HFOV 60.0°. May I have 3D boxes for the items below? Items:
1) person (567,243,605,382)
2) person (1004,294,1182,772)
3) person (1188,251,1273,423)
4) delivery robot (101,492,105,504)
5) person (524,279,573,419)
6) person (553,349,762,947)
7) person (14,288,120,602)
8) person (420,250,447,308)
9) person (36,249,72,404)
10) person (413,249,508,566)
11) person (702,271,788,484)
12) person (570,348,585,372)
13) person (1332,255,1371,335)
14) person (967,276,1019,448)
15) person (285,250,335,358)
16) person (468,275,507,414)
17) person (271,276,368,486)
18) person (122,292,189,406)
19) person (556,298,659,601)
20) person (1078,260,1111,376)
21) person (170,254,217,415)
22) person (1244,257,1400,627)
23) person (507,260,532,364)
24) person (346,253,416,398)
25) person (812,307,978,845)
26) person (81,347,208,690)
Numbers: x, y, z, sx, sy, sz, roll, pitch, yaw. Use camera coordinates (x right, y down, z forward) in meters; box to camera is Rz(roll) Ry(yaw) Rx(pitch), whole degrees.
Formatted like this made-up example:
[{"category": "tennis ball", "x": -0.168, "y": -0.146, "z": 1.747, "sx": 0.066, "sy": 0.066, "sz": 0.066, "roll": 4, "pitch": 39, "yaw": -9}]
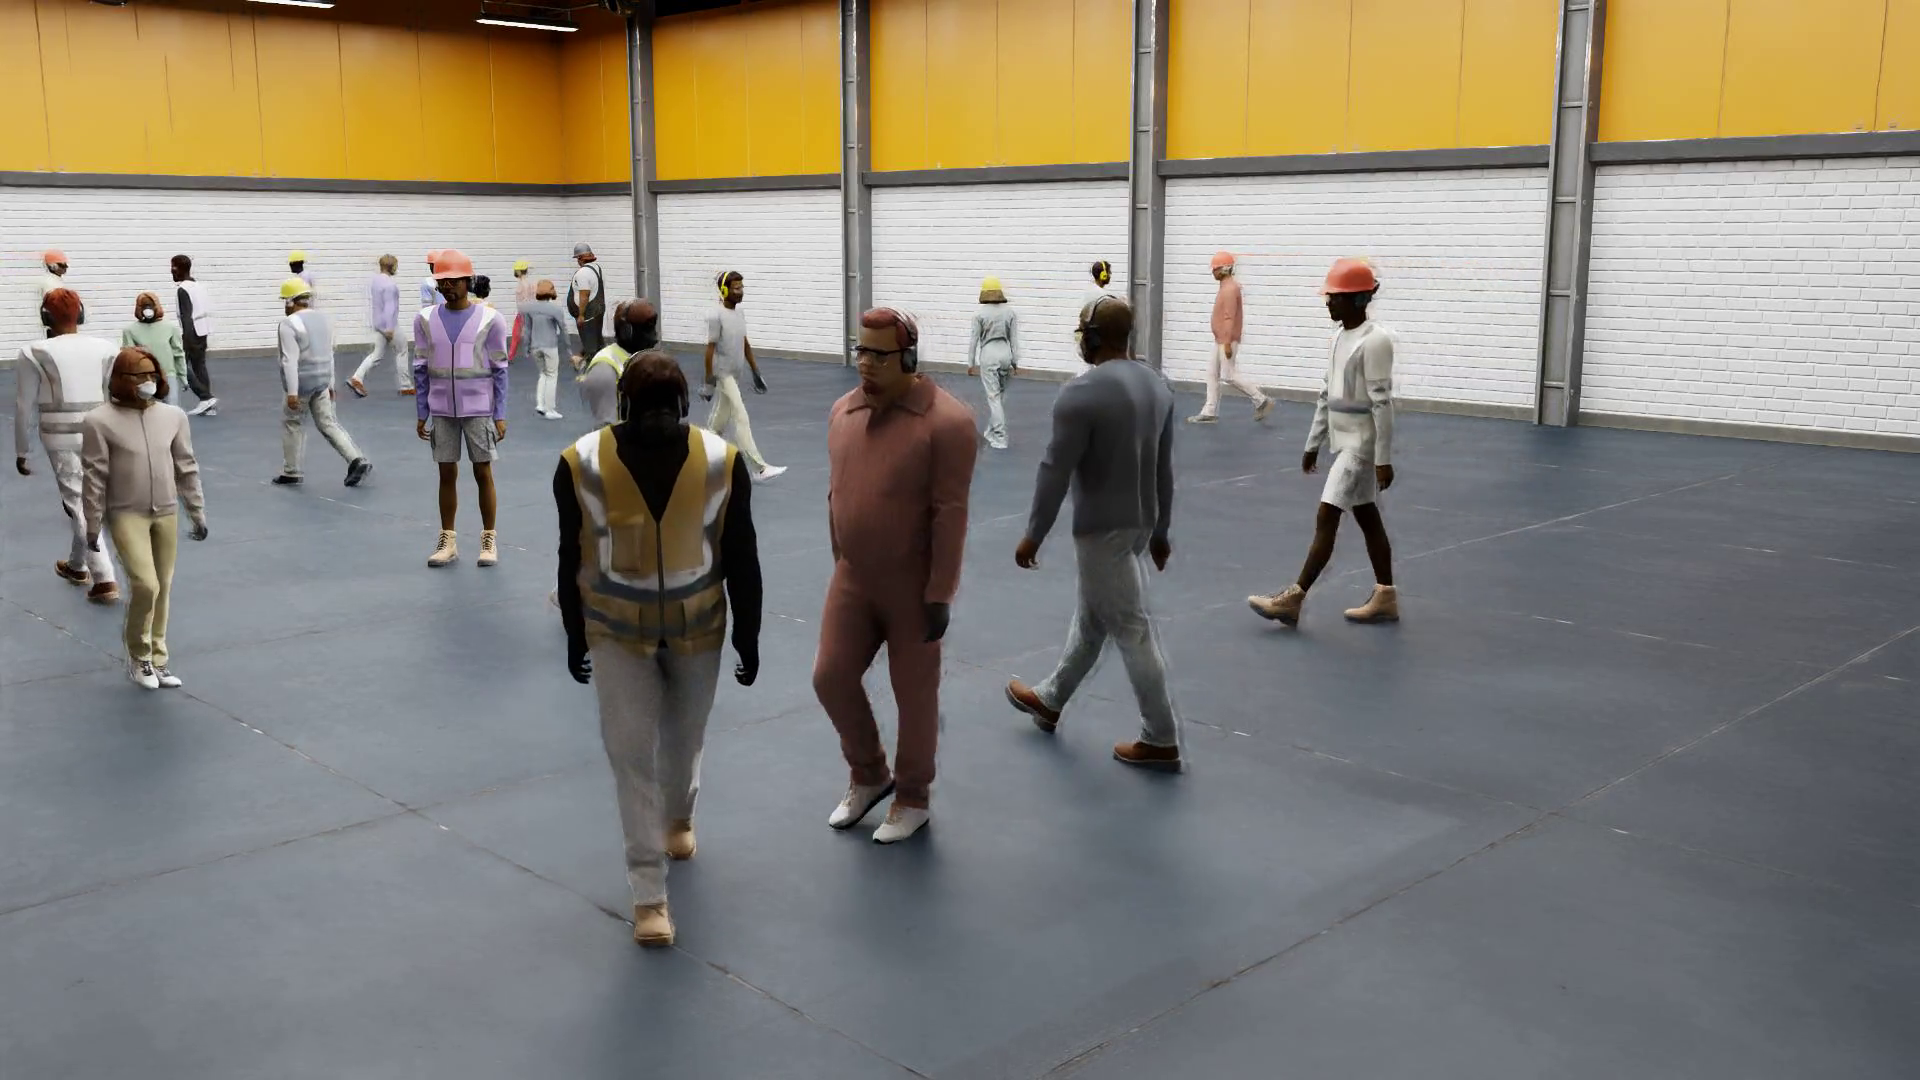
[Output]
[{"category": "person", "x": -5.486, "y": -3.341, "z": 24.362, "sx": 0.537, "sy": 2.000, "sz": 0.675, "roll": 2, "pitch": 11, "yaw": 11}, {"category": "person", "x": 0.537, "y": -0.045, "z": 6.790, "sx": 1.004, "sy": 1.884, "sz": 0.647, "roll": 9, "pitch": 13, "yaw": 39}, {"category": "person", "x": 3.073, "y": -2.277, "z": 18.785, "sx": 0.863, "sy": 1.963, "sz": 0.627, "roll": 0, "pitch": 10, "yaw": 1}, {"category": "delivery robot", "x": -6.326, "y": -0.472, "z": 12.518, "sx": 0.707, "sy": 0.478, "sz": 0.477, "roll": 5, "pitch": 12, "yaw": 27}, {"category": "person", "x": -4.795, "y": -2.225, "z": 19.372, "sx": 0.514, "sy": 1.625, "sz": 0.376, "roll": 4, "pitch": 11, "yaw": 23}, {"category": "person", "x": -0.964, "y": 0.275, "z": 5.345, "sx": 0.629, "sy": 1.798, "sz": 0.967, "roll": -3, "pitch": 11, "yaw": -17}, {"category": "person", "x": -5.241, "y": -0.568, "z": 9.842, "sx": 1.025, "sy": 1.826, "sz": 0.597, "roll": 8, "pitch": 13, "yaw": 39}, {"category": "person", "x": -6.786, "y": -2.804, "z": 21.715, "sx": 0.358, "sy": 1.938, "sz": 0.545, "roll": 9, "pitch": 14, "yaw": 40}, {"category": "person", "x": -11.439, "y": -2.688, "z": 20.997, "sx": 0.918, "sy": 1.966, "sz": 0.623, "roll": -2, "pitch": 11, "yaw": -11}, {"category": "person", "x": -3.213, "y": -0.840, "z": 10.718, "sx": 0.606, "sy": 2.044, "sz": 0.372, "roll": 0, "pitch": 10, "yaw": -1}, {"category": "person", "x": -1.901, "y": -1.393, "z": 14.343, "sx": 0.969, "sy": 1.823, "sz": 0.516, "roll": 3, "pitch": 11, "yaw": 17}, {"category": "person", "x": -5.664, "y": -3.329, "z": 25.311, "sx": 0.609, "sy": 1.676, "sz": 0.545, "roll": -8, "pitch": 13, "yaw": -36}, {"category": "person", "x": 4.192, "y": -2.065, "z": 17.741, "sx": 0.585, "sy": 1.918, "sz": 0.382, "roll": -9, "pitch": 14, "yaw": -40}, {"category": "person", "x": 0.301, "y": -1.812, "z": 16.891, "sx": 0.502, "sy": 1.704, "sz": 0.840, "roll": -5, "pitch": 11, "yaw": -23}, {"category": "person", "x": -10.219, "y": -3.569, "z": 25.975, "sx": 0.658, "sy": 1.907, "sz": 0.607, "roll": -8, "pitch": 13, "yaw": -37}, {"category": "person", "x": -5.687, "y": -2.287, "z": 19.637, "sx": 0.534, "sy": 1.682, "sz": 0.725, "roll": 9, "pitch": 14, "yaw": 40}, {"category": "person", "x": -5.474, "y": -1.329, "z": 14.088, "sx": 0.846, "sy": 1.796, "sz": 0.595, "roll": 4, "pitch": 11, "yaw": 20}, {"category": "person", "x": -7.370, "y": -1.455, "z": 15.230, "sx": 0.535, "sy": 1.608, "sz": 0.653, "roll": -4, "pitch": 11, "yaw": -22}, {"category": "person", "x": -1.779, "y": -0.391, "z": 8.927, "sx": 0.901, "sy": 1.815, "sz": 0.628, "roll": 5, "pitch": 12, "yaw": 27}, {"category": "person", "x": 1.546, "y": -2.337, "z": 19.500, "sx": 0.716, "sy": 1.880, "sz": 0.552, "roll": -3, "pitch": 11, "yaw": -17}, {"category": "person", "x": -9.063, "y": -2.402, "z": 19.613, "sx": 0.448, "sy": 1.905, "sz": 0.604, "roll": -1, "pitch": 10, "yaw": -6}, {"category": "person", "x": 1.997, "y": -0.511, "z": 9.027, "sx": 0.983, "sy": 2.000, "sz": 0.640, "roll": -1, "pitch": 10, "yaw": -5}, {"category": "person", "x": -7.221, "y": -3.771, "z": 27.587, "sx": 0.893, "sy": 1.720, "sz": 0.535, "roll": -6, "pitch": 12, "yaw": -31}, {"category": "person", "x": -7.614, "y": -2.815, "z": 21.880, "sx": 0.925, "sy": 1.905, "sz": 0.623, "roll": -9, "pitch": 14, "yaw": -41}, {"category": "person", "x": -0.246, "y": 0.141, "z": 5.795, "sx": 0.638, "sy": 1.889, "sz": 0.449, "roll": 6, "pitch": 12, "yaw": 31}, {"category": "person", "x": -3.780, "y": -0.090, "z": 7.758, "sx": 0.390, "sy": 1.615, "sz": 0.526, "roll": 7, "pitch": 12, "yaw": 32}]
